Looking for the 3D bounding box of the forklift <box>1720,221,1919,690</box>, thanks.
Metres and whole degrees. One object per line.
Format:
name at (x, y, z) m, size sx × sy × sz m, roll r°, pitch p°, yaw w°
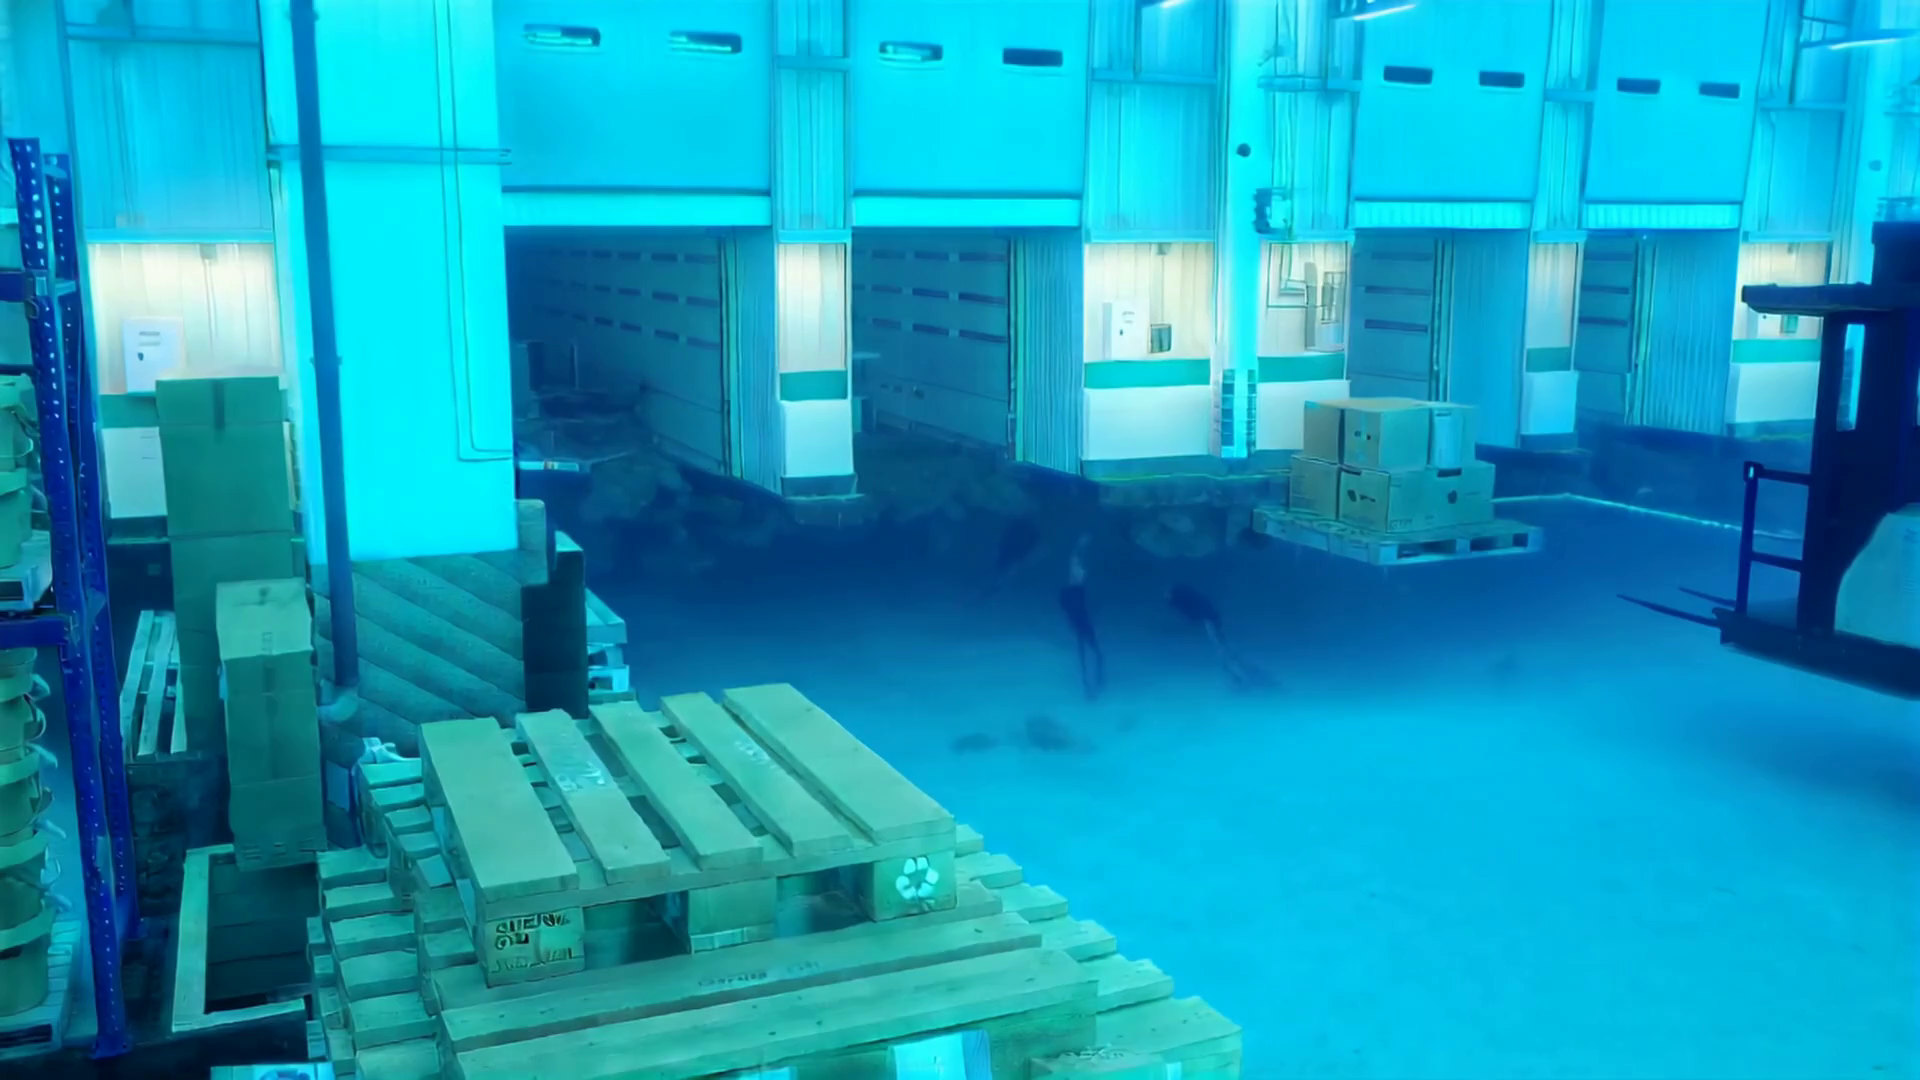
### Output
forklift at (5.949, -0.550, 10.218) m, size 1.129 × 2.768 × 1.873 m, roll -4°, pitch 11°, yaw -23°
